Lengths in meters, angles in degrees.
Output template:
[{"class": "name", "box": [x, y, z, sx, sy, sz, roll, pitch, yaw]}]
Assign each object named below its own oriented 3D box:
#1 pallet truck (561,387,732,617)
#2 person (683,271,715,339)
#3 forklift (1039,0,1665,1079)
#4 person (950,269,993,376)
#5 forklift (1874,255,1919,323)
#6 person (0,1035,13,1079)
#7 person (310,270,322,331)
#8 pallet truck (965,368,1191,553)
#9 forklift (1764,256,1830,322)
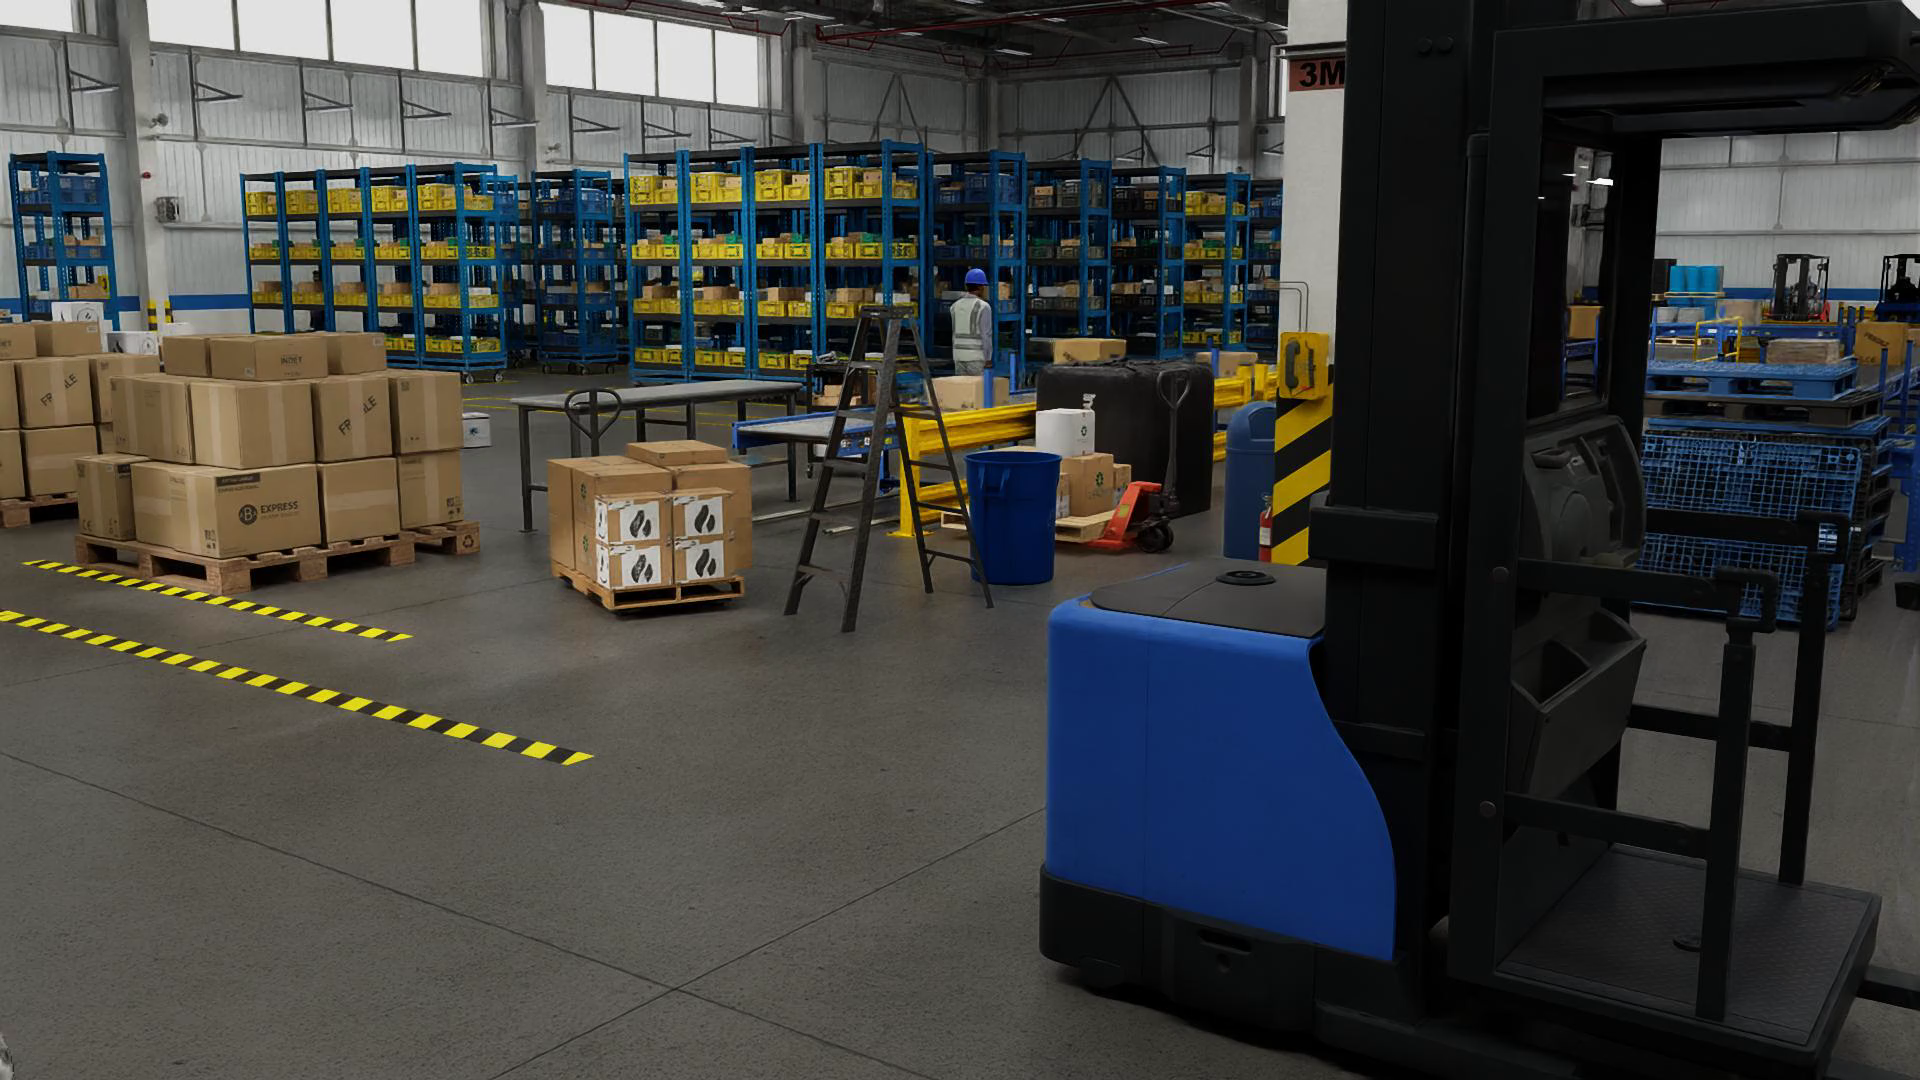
[{"class": "pallet truck", "box": [-1.981, -0.274, 10.088, 0.680, 1.201, 1.601, -5, 11, -28]}, {"class": "person", "box": [-4.620, -3.821, 29.411, 0.586, 1.835, 0.403, -3, 10, -17]}, {"class": "forklift", "box": [1.249, -0.137, 4.360, 1.873, 2.768, 1.129, 7, 12, 35]}, {"class": "person", "box": [0.145, -2.021, 18.393, 0.425, 1.938, 0.603, -9, 13, -42]}, {"class": "forklift", "box": [22.089, -5.634, 38.796, 1.157, 1.987, 2.680, 6, 11, 33]}, {"class": "person", "box": [-1.789, 0.653, 2.603, 0.960, 1.902, 0.548, 7, 12, 36]}, {"class": "person", "box": [-12.101, -4.193, 31.587, 0.567, 1.847, 0.389, 4, 10, 21]}, {"class": "pallet truck", "box": [0.845, -0.609, 11.869, 1.630, 1.274, 0.653, 7, 12, 35]}, {"class": "forklift", "box": [20.253, -5.854, 40.139, 1.157, 1.987, 2.680, 7, 12, 35]}]
